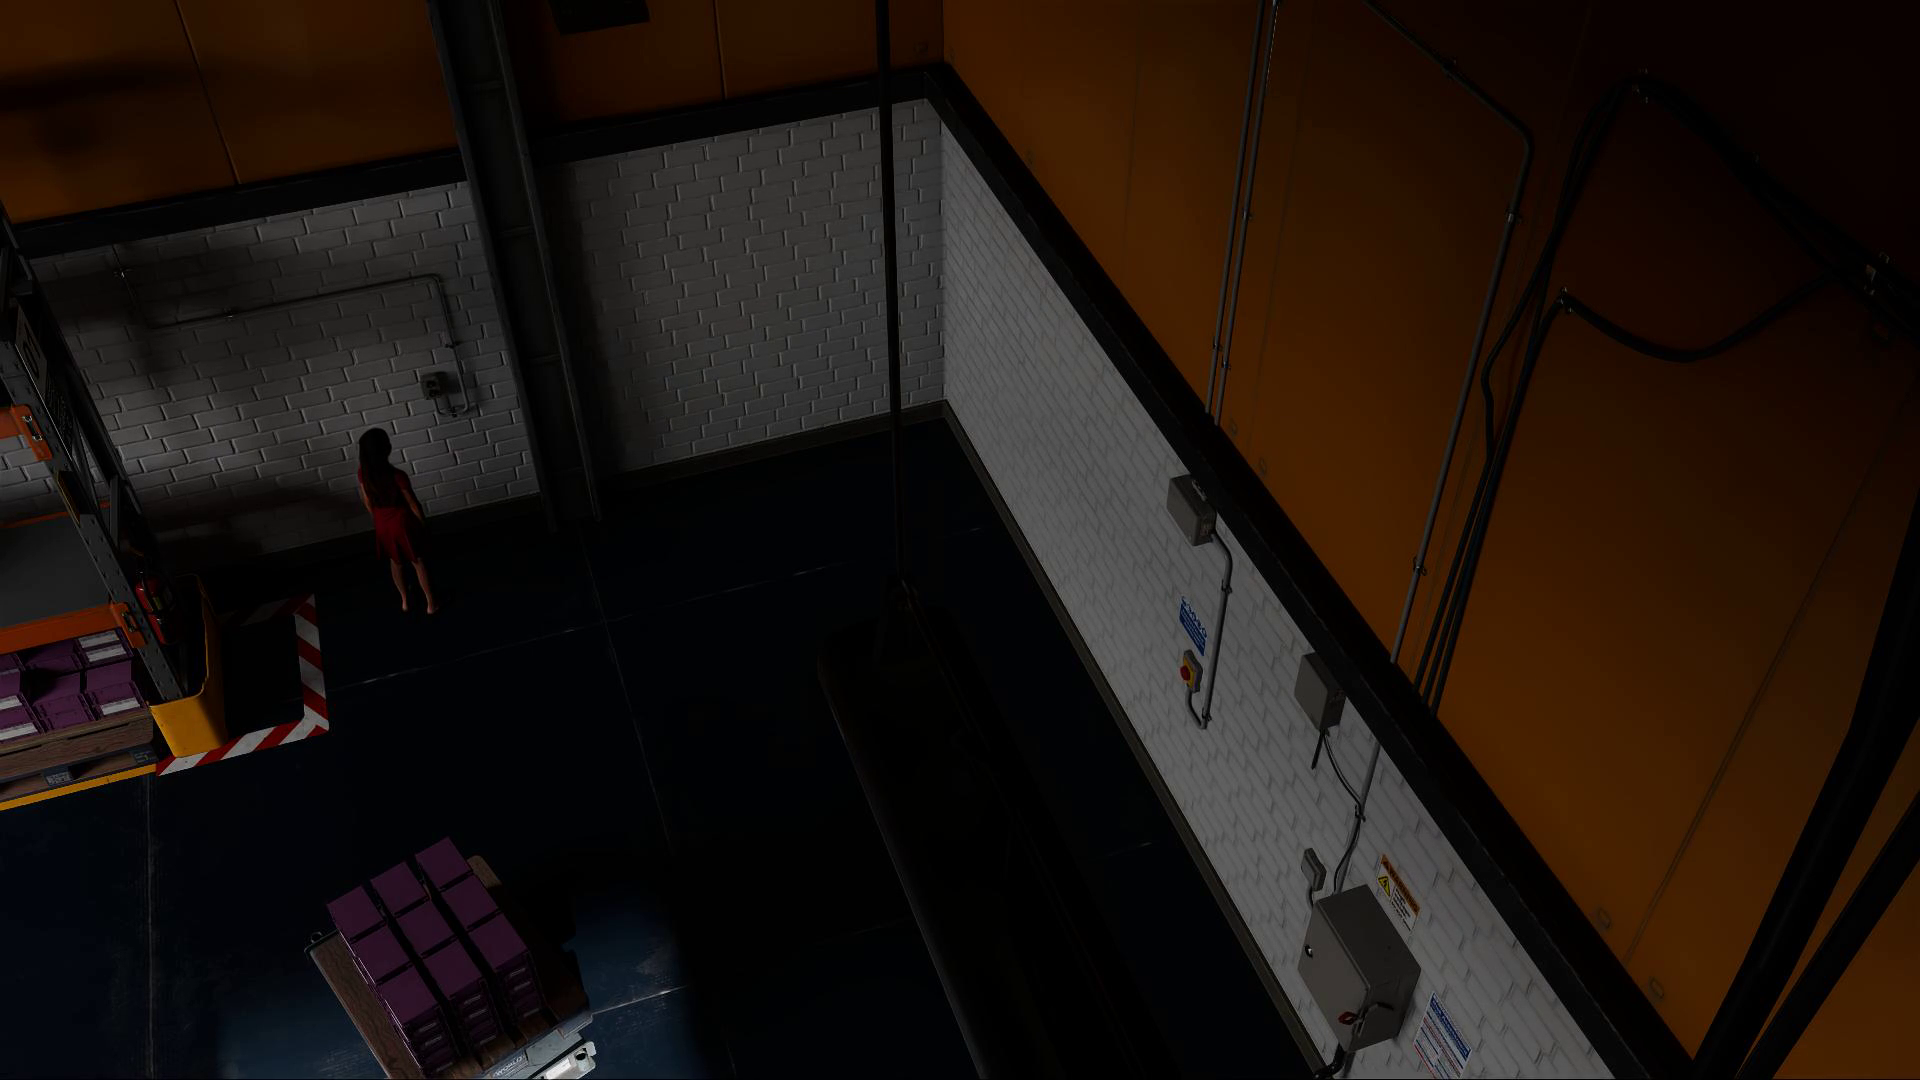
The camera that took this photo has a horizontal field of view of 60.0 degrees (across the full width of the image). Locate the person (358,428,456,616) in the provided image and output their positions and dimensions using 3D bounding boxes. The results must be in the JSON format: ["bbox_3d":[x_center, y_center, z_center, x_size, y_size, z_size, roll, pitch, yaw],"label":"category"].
[{"bbox_3d":[-3.770,-0.121,11.149,0.666,1.553,0.727,7,44,7],"label":"person"}]
